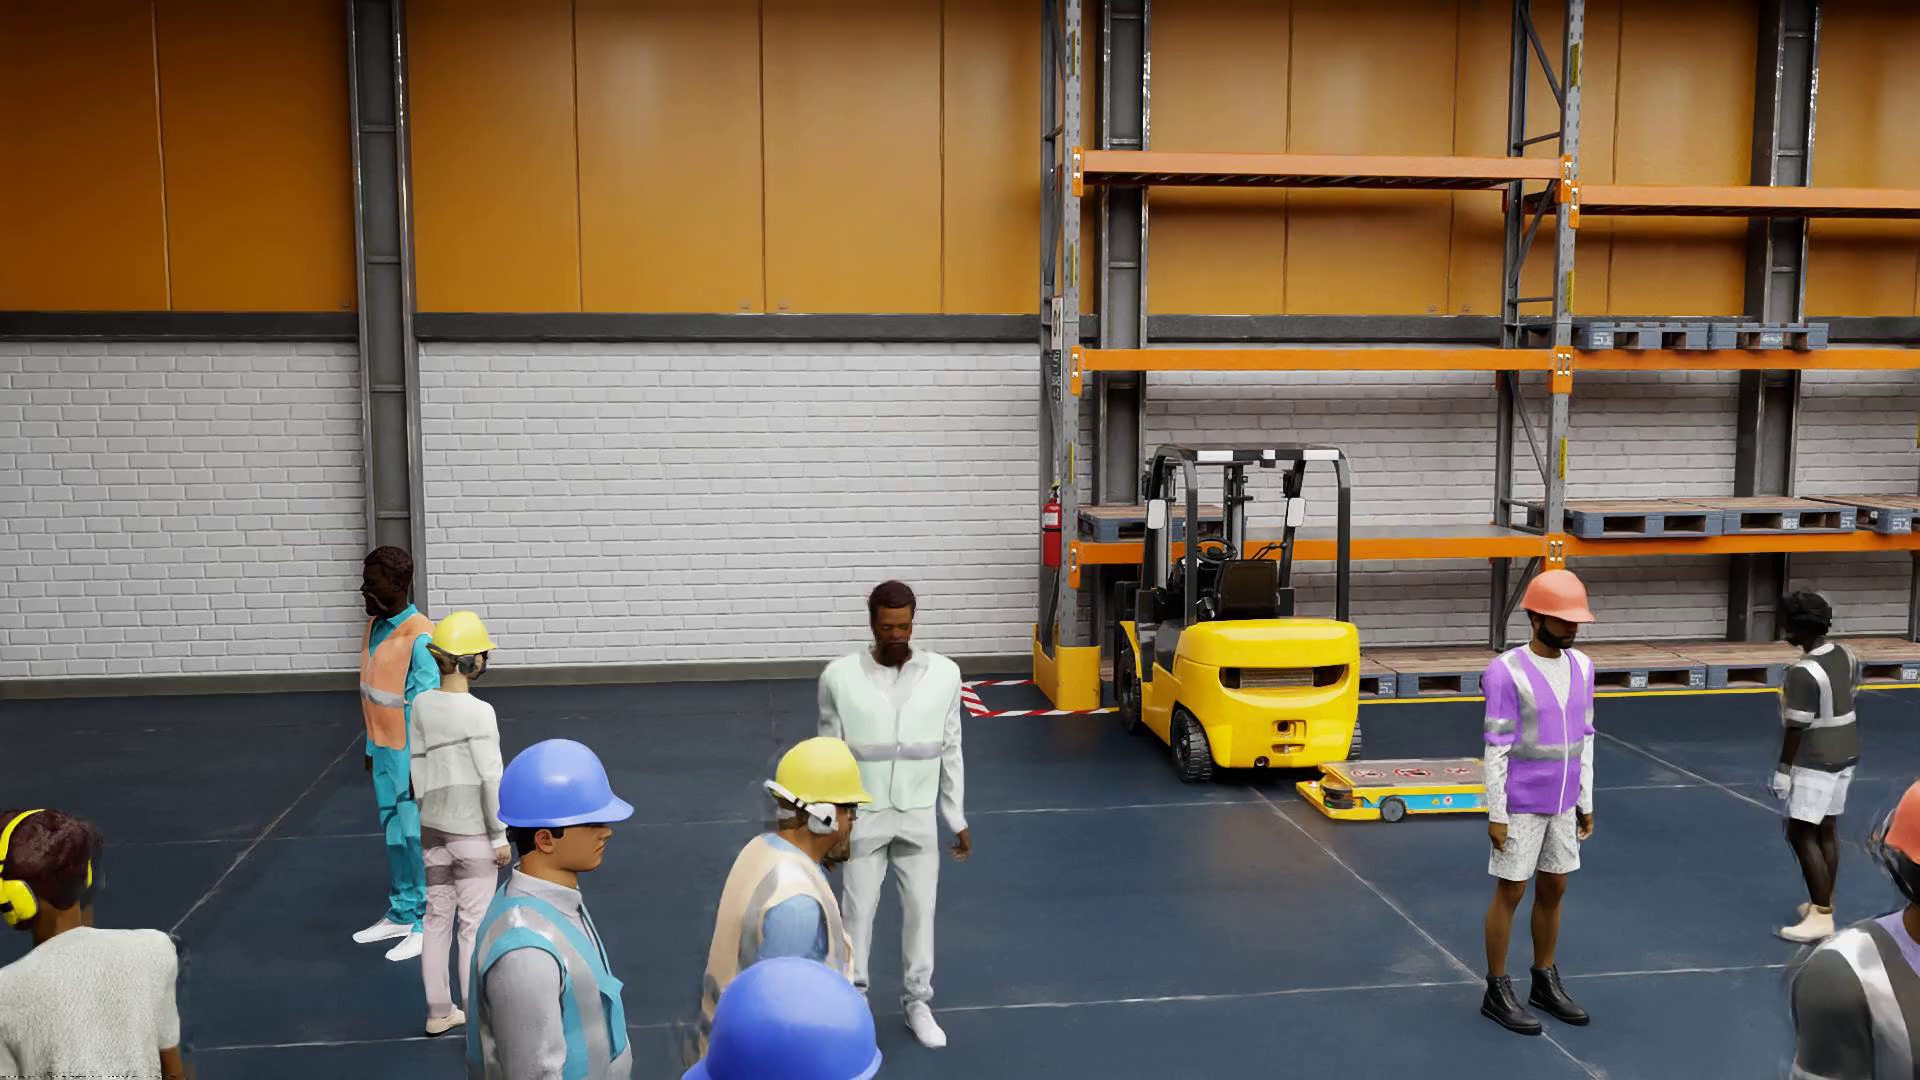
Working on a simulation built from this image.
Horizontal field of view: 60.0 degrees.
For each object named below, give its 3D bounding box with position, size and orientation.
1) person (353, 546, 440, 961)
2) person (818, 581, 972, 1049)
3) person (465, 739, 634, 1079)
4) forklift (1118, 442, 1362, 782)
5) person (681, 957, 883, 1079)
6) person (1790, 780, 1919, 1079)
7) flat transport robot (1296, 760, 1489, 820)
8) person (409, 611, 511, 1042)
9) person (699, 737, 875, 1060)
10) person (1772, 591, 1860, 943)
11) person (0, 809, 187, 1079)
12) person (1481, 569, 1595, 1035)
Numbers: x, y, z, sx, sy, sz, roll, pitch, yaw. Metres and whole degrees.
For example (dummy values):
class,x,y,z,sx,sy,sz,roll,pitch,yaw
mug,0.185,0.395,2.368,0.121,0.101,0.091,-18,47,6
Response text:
class,x,y,z,sx,sy,sz,roll,pitch,yaw
person,-2.609,0.978,7.785,0.391,1.920,0.587,-6,9,-42
person,-0.266,1.109,6.717,0.641,1.906,0.430,-2,7,-14
person,-0.931,1.416,3.824,0.388,1.949,0.602,-1,7,-13
forklift,1.912,0.418,11.496,1.214,2.155,2.313,-1,7,-8
person,-0.201,1.573,2.517,0.415,1.939,0.608,2,7,16
person,2.011,1.436,3.513,0.620,1.985,0.888,-2,7,-15
flat transport robot,2.855,1.517,10.213,1.431,0.197,0.652,-1,7,-6
person,-2.015,1.170,6.767,0.523,1.769,0.320,5,8,37
person,-0.525,1.431,4.584,0.959,1.764,0.591,-3,7,-24
person,4.121,1.079,7.994,0.616,1.677,0.355,-5,8,-40
person,-1.871,1.498,3.655,0.793,1.834,0.524,3,7,28
person,2.419,1.075,6.893,0.544,1.930,0.388,-3,7,-24
